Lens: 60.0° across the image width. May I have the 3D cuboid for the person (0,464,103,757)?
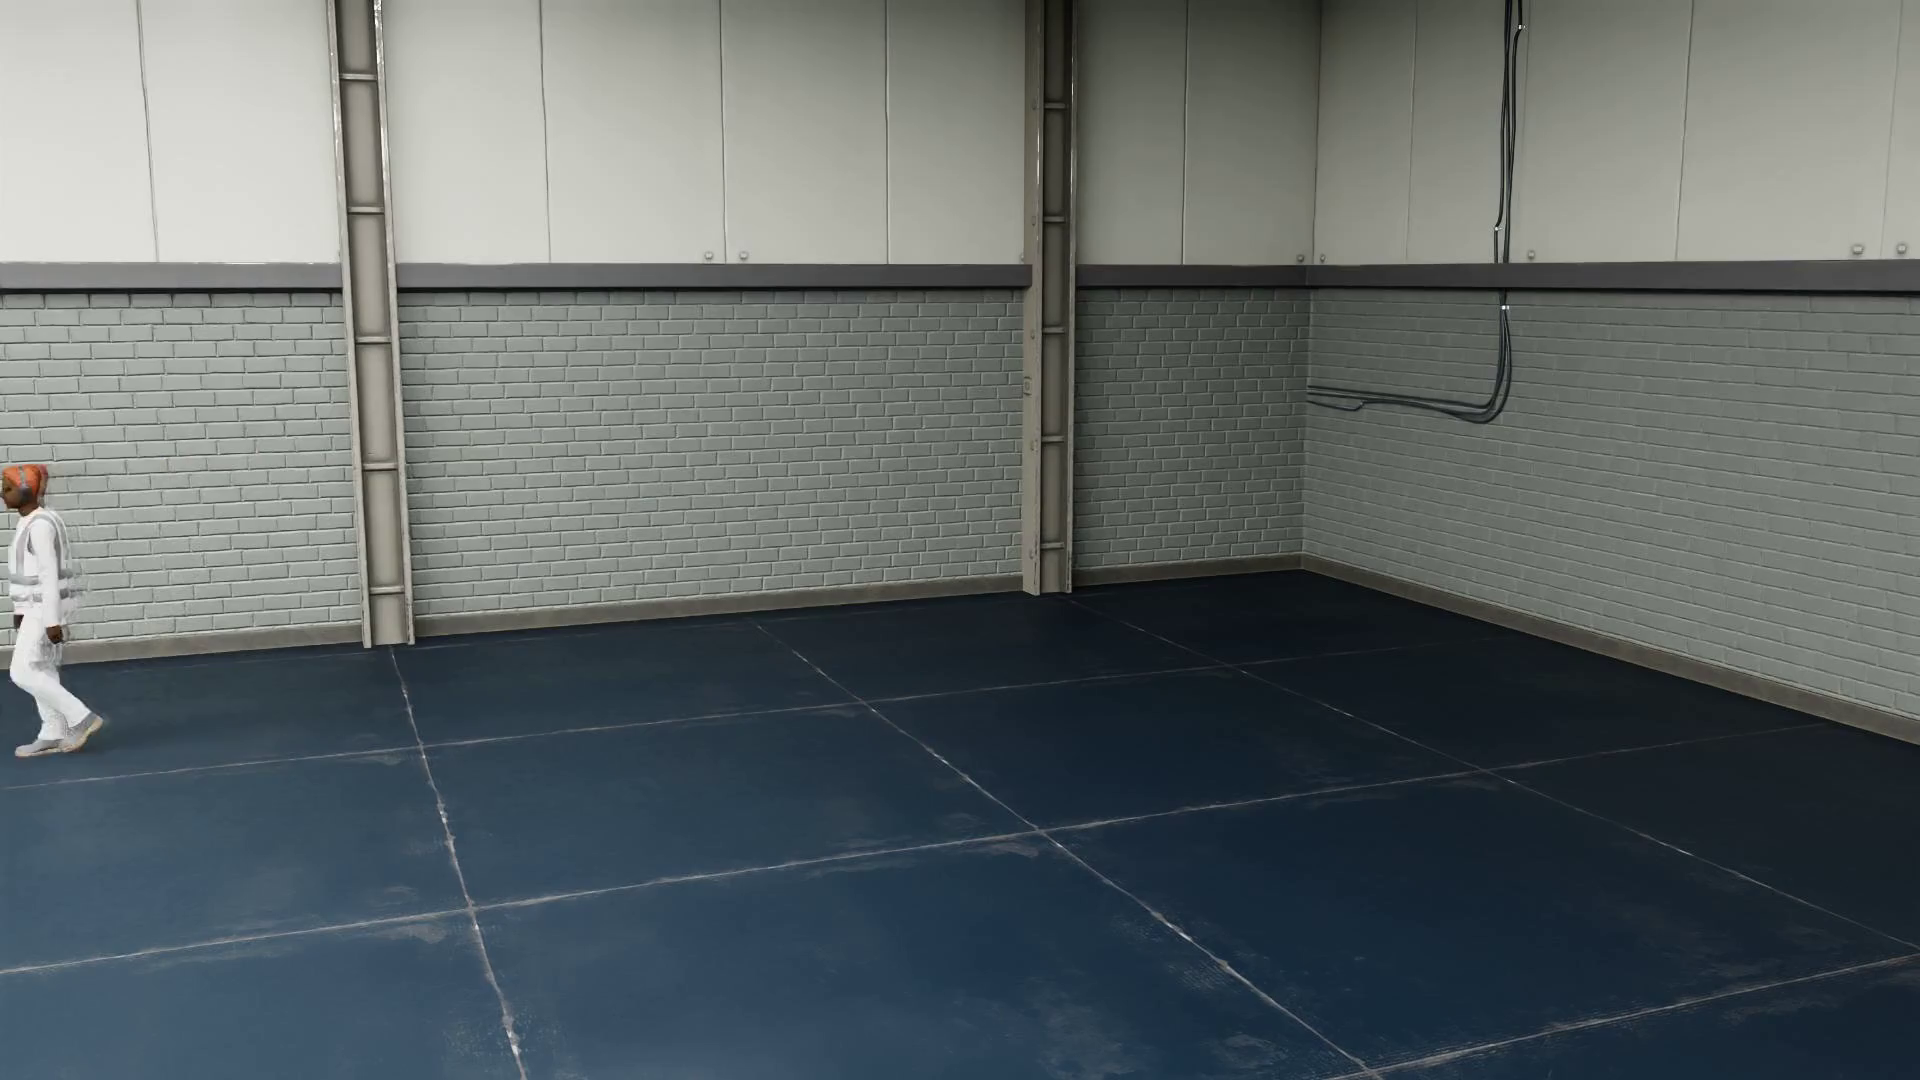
[{"bbox_3d":[-5.785,0.447,10.441,0.426,1.867,0.580,-5,10,-29],"label":"person"}]
